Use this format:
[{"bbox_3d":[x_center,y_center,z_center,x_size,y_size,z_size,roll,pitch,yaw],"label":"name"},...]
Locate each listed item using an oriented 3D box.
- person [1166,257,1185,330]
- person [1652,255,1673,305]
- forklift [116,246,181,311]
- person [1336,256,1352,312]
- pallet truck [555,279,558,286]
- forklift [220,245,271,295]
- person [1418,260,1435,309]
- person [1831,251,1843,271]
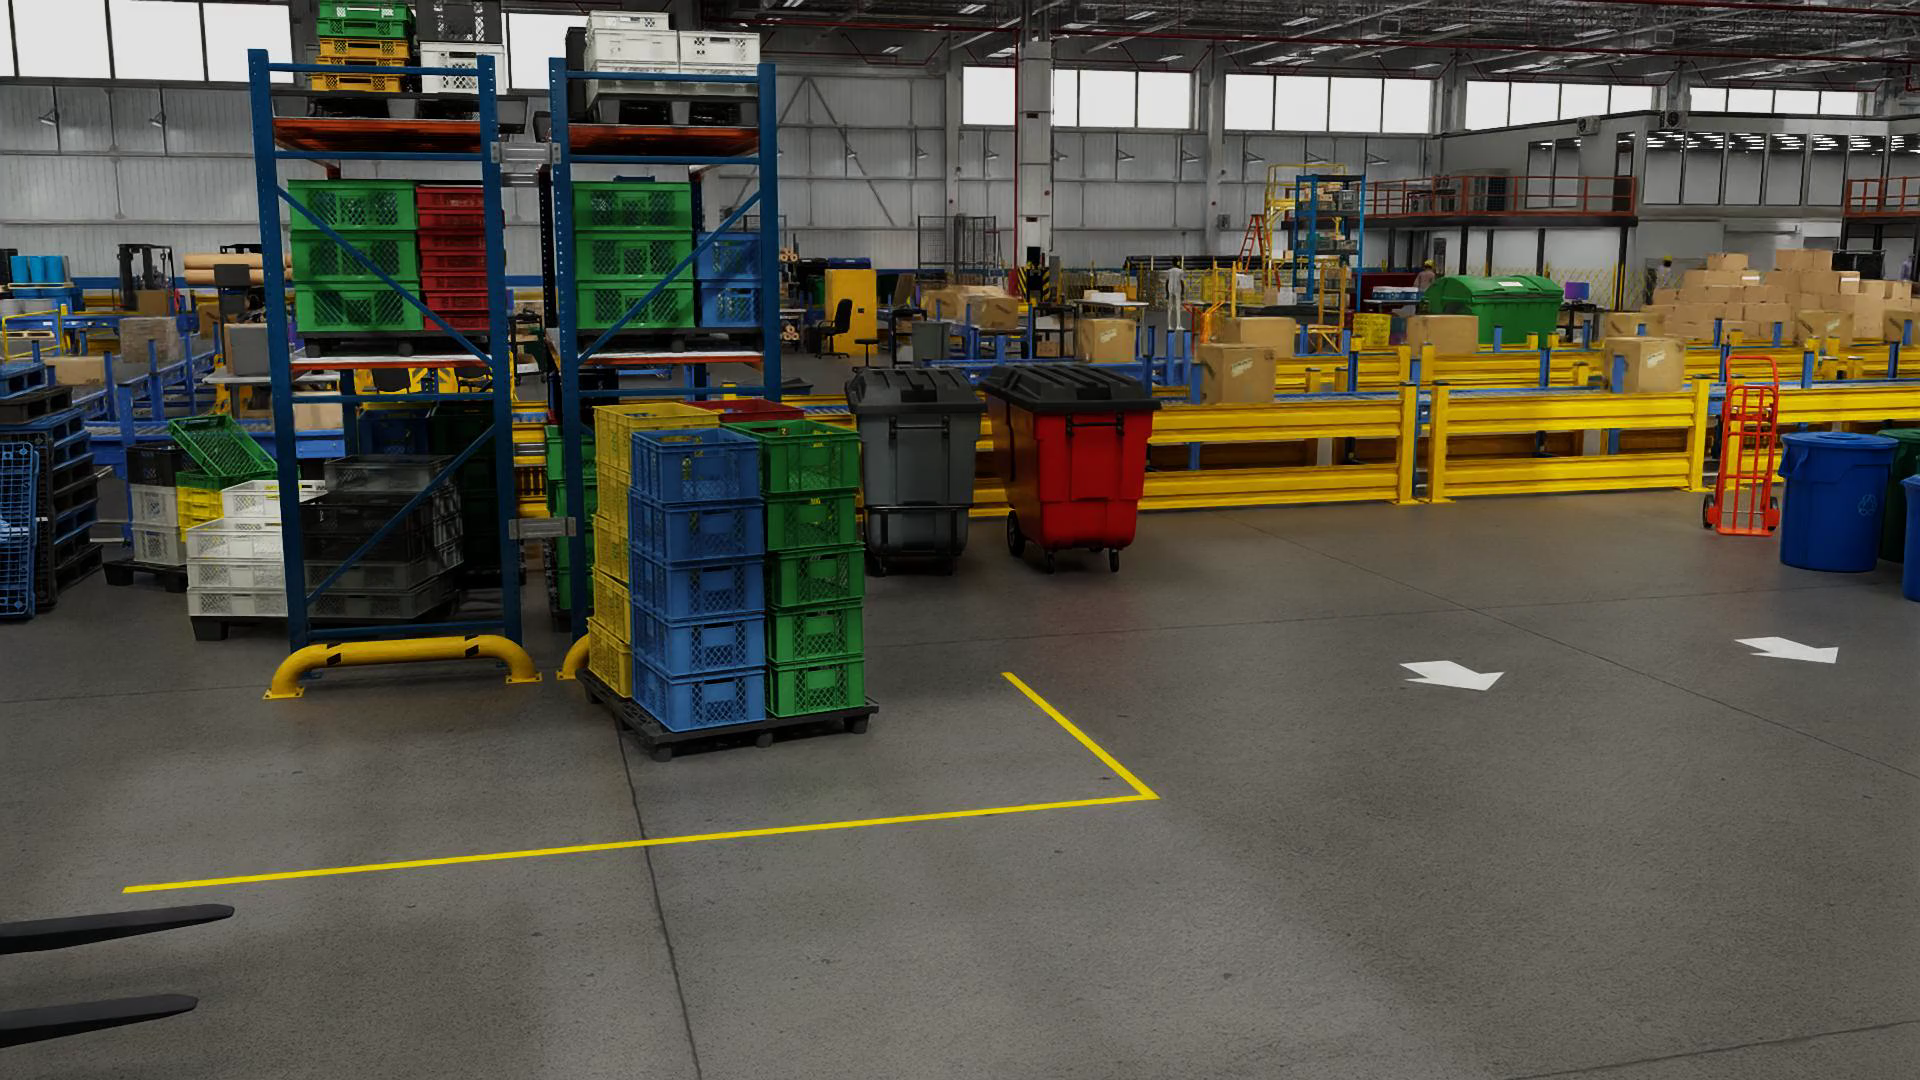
[{"bbox_3d":[5.474,-6.266,42.311,0.515,1.866,0.333,7,12,33],"label":"person"},{"bbox_3d":[20.592,-7.364,48.497,0.596,1.874,0.994,-6,12,-31],"label":"person"},{"bbox_3d":[-19.966,-6.232,40.894,1.157,1.987,2.680,-3,10,-15],"label":"forklift"},{"bbox_3d":[11.239,-7.386,48.686,0.601,1.847,0.846,-1,10,-7],"label":"person"},{"bbox_3d":[-10.604,-6.375,44.520,0.653,1.274,1.630,-3,10,-15],"label":"pallet truck"},{"bbox_3d":[-17.749,-6.334,41.440,1.157,1.987,2.680,-3,10,-17],"label":"forklift"},{"bbox_3d":[12.680,-6.721,45.193,0.518,1.756,0.348,10,14,44],"label":"person"},{"bbox_3d":[22.981,-6.646,43.964,0.683,2.000,0.537,9,14,43],"label":"person"}]
